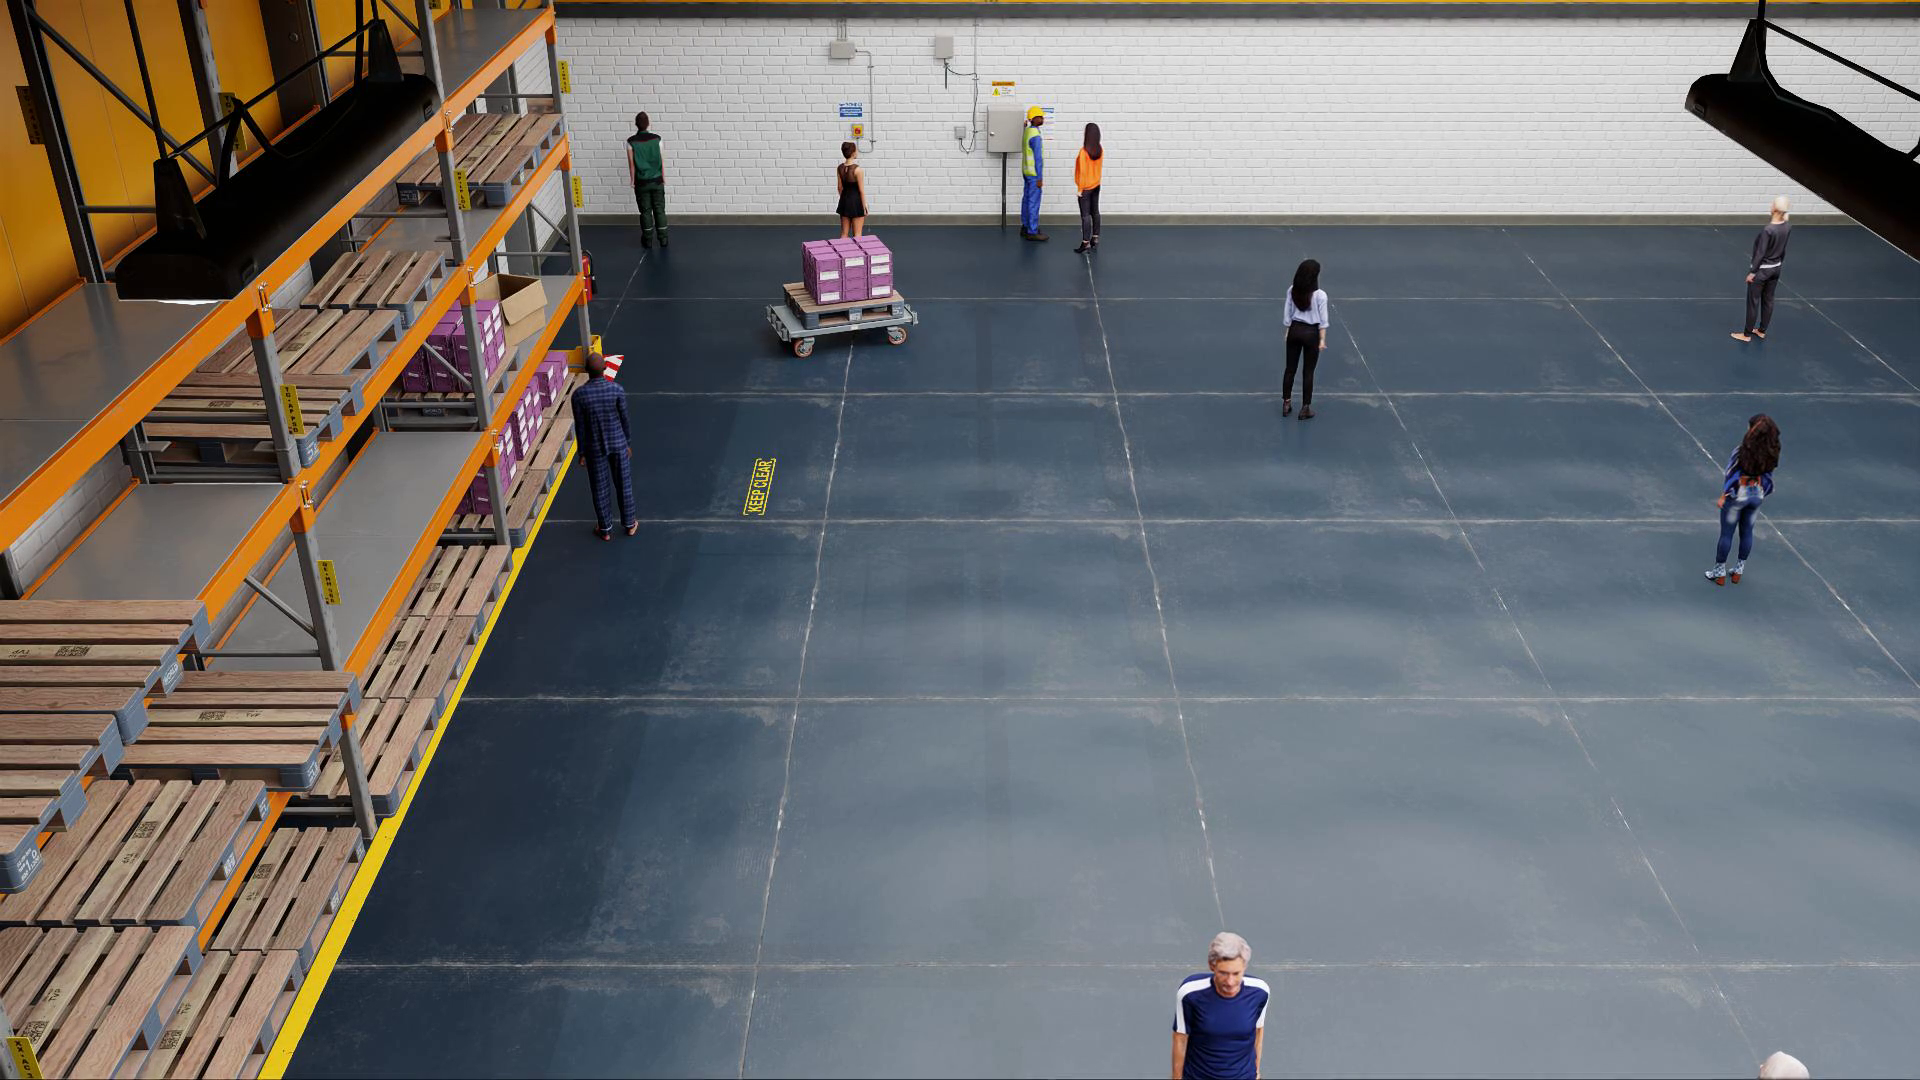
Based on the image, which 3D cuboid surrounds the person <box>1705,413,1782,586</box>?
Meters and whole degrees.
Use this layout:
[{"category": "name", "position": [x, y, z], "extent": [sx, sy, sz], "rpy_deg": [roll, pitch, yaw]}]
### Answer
[{"category": "person", "position": [6.791, -0.362, 14.417], "extent": [0.623, 1.614, 0.572], "rpy_deg": [-3, 29, -6]}]

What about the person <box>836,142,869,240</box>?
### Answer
[{"category": "person", "position": [-1.419, -4.377, 21.714], "extent": [0.677, 1.674, 0.712], "rpy_deg": [18, 33, 29]}]

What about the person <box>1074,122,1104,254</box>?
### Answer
[{"category": "person", "position": [1.731, -4.720, 22.265], "extent": [0.768, 1.749, 0.687], "rpy_deg": [21, 35, 33]}]

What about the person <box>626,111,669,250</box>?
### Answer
[{"category": "person", "position": [-4.204, -4.862, 22.427], "extent": [0.711, 1.842, 0.686], "rpy_deg": [-9, 30, -15]}]

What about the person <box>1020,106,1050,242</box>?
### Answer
[{"category": "person", "position": [1.005, -5.034, 22.773], "extent": [0.769, 1.813, 0.595], "rpy_deg": [-6, 29, -11]}]

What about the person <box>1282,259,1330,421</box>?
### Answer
[{"category": "person", "position": [3.608, -2.117, 17.499], "extent": [0.731, 1.743, 0.753], "rpy_deg": [19, 34, 31]}]

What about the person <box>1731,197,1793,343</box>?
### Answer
[{"category": "person", "position": [9.441, -3.182, 19.469], "extent": [0.679, 1.726, 0.662], "rpy_deg": [-13, 31, -22]}]

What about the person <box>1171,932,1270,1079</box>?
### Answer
[{"category": "person", "position": [1.313, 2.725, 8.521], "extent": [0.659, 1.839, 0.591], "rpy_deg": [-4, 29, -6]}]

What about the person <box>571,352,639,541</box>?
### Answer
[{"category": "person", "position": [-3.218, -0.861, 15.118], "extent": [0.741, 1.819, 0.726], "rpy_deg": [-10, 30, -18]}]
